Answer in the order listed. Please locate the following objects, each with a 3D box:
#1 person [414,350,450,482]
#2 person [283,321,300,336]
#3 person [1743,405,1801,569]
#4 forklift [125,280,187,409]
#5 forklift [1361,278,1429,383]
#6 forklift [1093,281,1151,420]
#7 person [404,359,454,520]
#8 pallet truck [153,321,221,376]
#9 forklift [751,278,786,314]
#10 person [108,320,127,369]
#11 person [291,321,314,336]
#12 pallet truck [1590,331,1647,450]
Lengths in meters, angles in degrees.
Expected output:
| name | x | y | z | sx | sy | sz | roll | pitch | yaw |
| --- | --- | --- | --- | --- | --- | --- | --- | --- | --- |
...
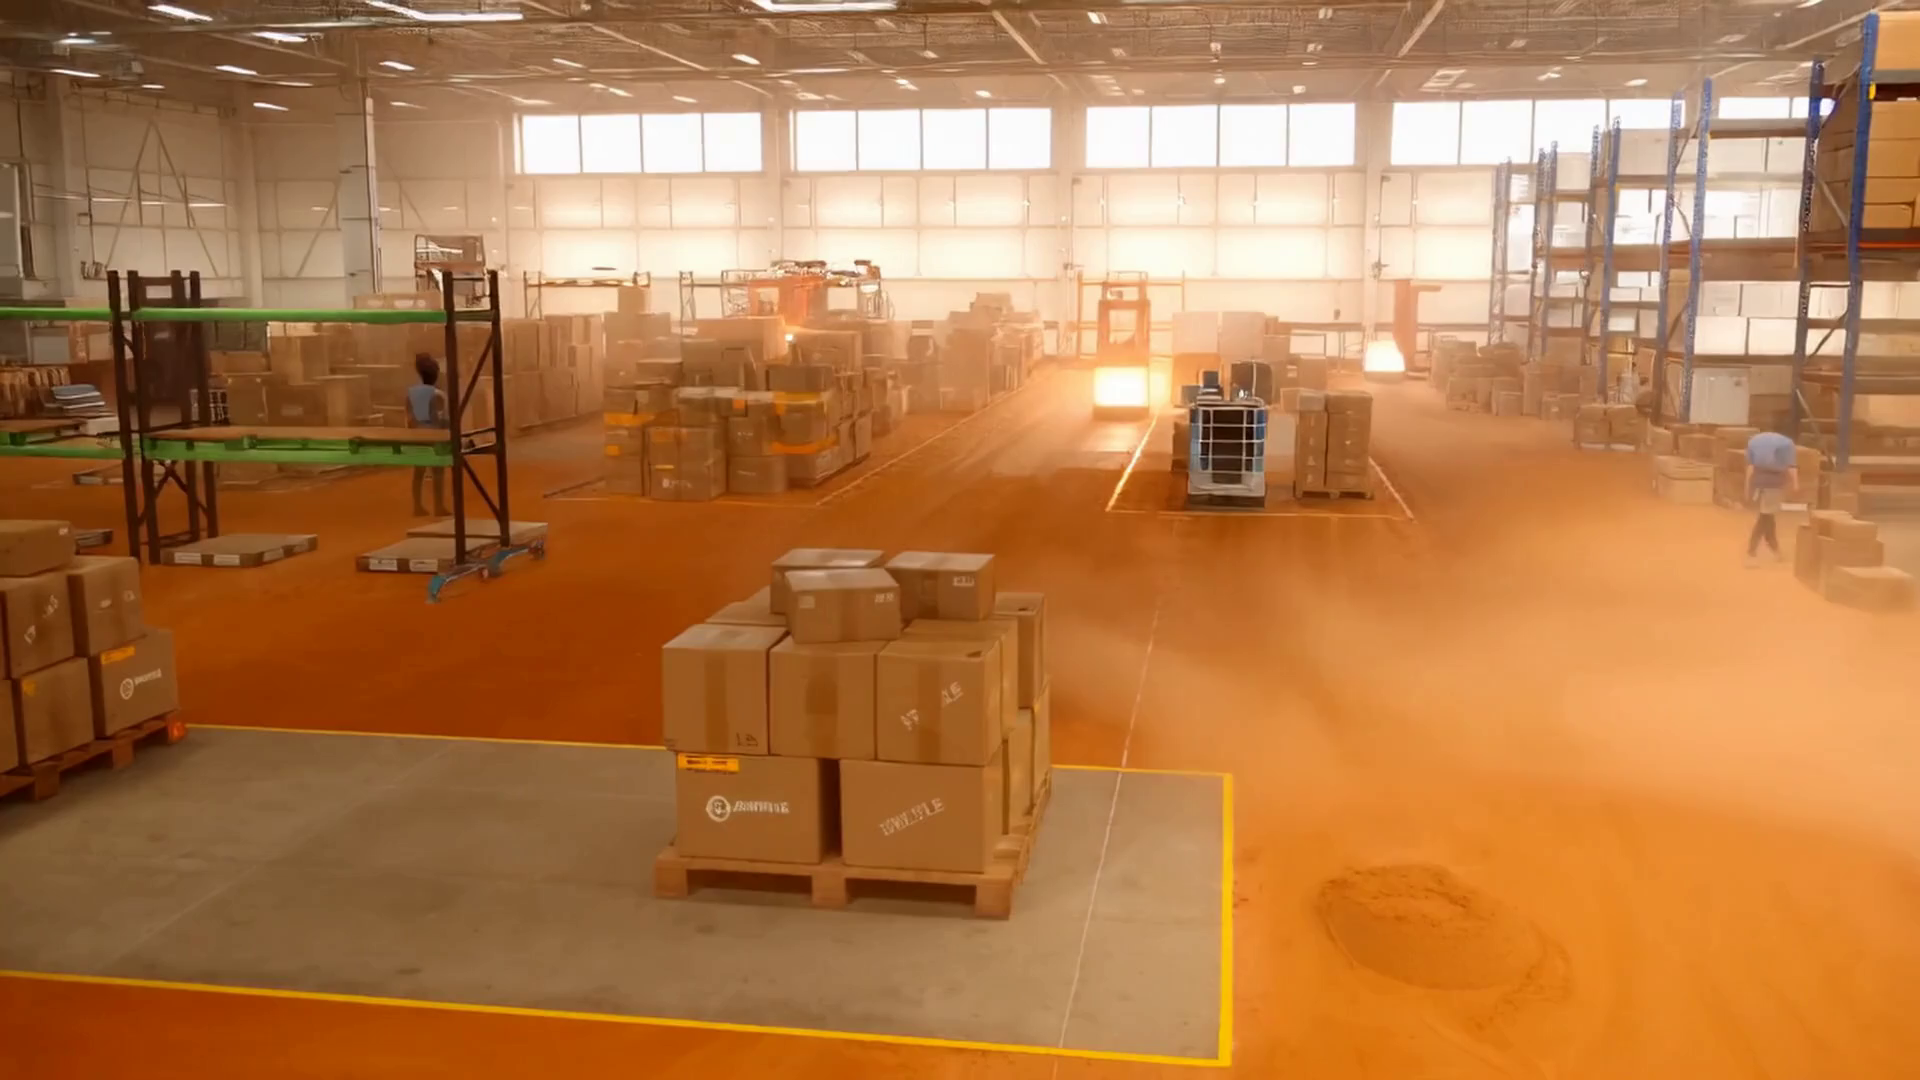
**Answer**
| name | x | y | z | sx | sy | sz | roll | pitch | yaw |
| --- | --- | --- | --- | --- | --- | --- | --- | --- | --- |
| person | -7.610 | -1.768 | 23.825 | 0.447 | 1.900 | 0.619 | -5 | 10 | -26 |
| person | -20.022 | -5.988 | 49.913 | 0.361 | 1.883 | 0.574 | 9 | 13 | 44 |
| person | 8.353 | -0.540 | 16.978 | 0.829 | 1.653 | 0.546 | -4 | 10 | -22 |
| forklift | -17.528 | -4.337 | 36.665 | 1.873 | 2.768 | 1.129 | 6 | 11 | 33 |
| forklift | 11.882 | -5.672 | 44.897 | 1.873 | 2.768 | 1.129 | 1 | 9 | 9 |
| forklift | 3.330 | -3.911 | 34.034 | 1.129 | 2.768 | 1.873 | 1 | 9 | 9 |
| person | -6.491 | -1.229 | 20.351 | 0.606 | 1.956 | 0.395 | 3 | 10 | 17 |
| pallet truck | -21.869 | -5.598 | 47.154 | 0.823 | 1.965 | 1.885 | 4 | 10 | 26 |
| forklift | -4.966 | -5.394 | 43.181 | 1.129 | 2.768 | 1.873 | -3 | 10 | -16 |
| person | -25.913 | -6.058 | 51.158 | 0.527 | 1.627 | 0.422 | 3 | 10 | 15 |
| person | -17.226 | -5.009 | 43.702 | 0.627 | 1.940 | 0.371 | 0 | 9 | 3 |
| pallet truck | 11.253 | -2.573 | 28.499 | 0.823 | 1.965 | 1.885 | 5 | 10 | 27 |
